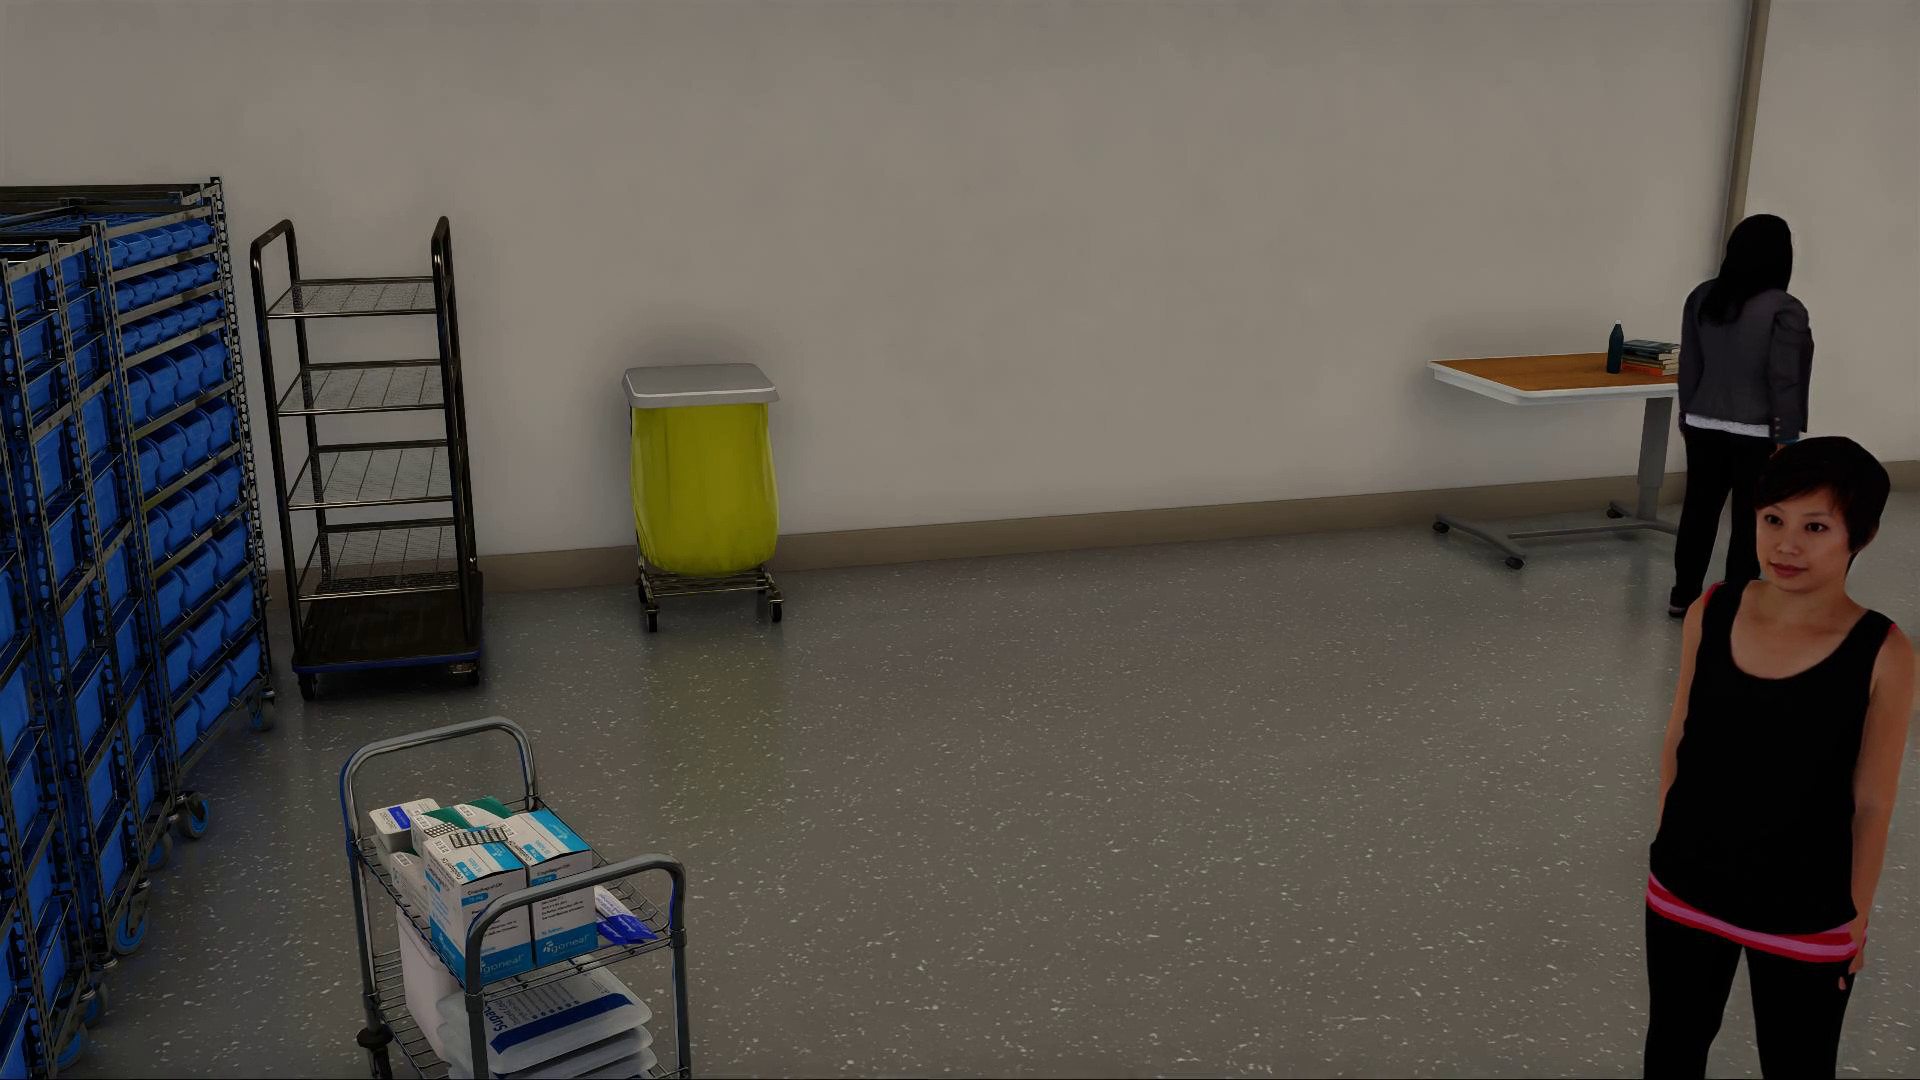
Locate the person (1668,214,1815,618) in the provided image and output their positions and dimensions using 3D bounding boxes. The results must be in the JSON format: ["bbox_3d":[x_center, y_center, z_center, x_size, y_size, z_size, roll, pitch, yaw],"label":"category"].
[{"bbox_3d":[2.998,-0.445,6.407,0.737,1.597,0.737,-9,18,-28],"label":"person"}]

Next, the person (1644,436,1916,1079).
[{"bbox_3d":[1.392,0.571,2.888,0.620,1.551,0.601,-13,20,-39],"label":"person"}]
